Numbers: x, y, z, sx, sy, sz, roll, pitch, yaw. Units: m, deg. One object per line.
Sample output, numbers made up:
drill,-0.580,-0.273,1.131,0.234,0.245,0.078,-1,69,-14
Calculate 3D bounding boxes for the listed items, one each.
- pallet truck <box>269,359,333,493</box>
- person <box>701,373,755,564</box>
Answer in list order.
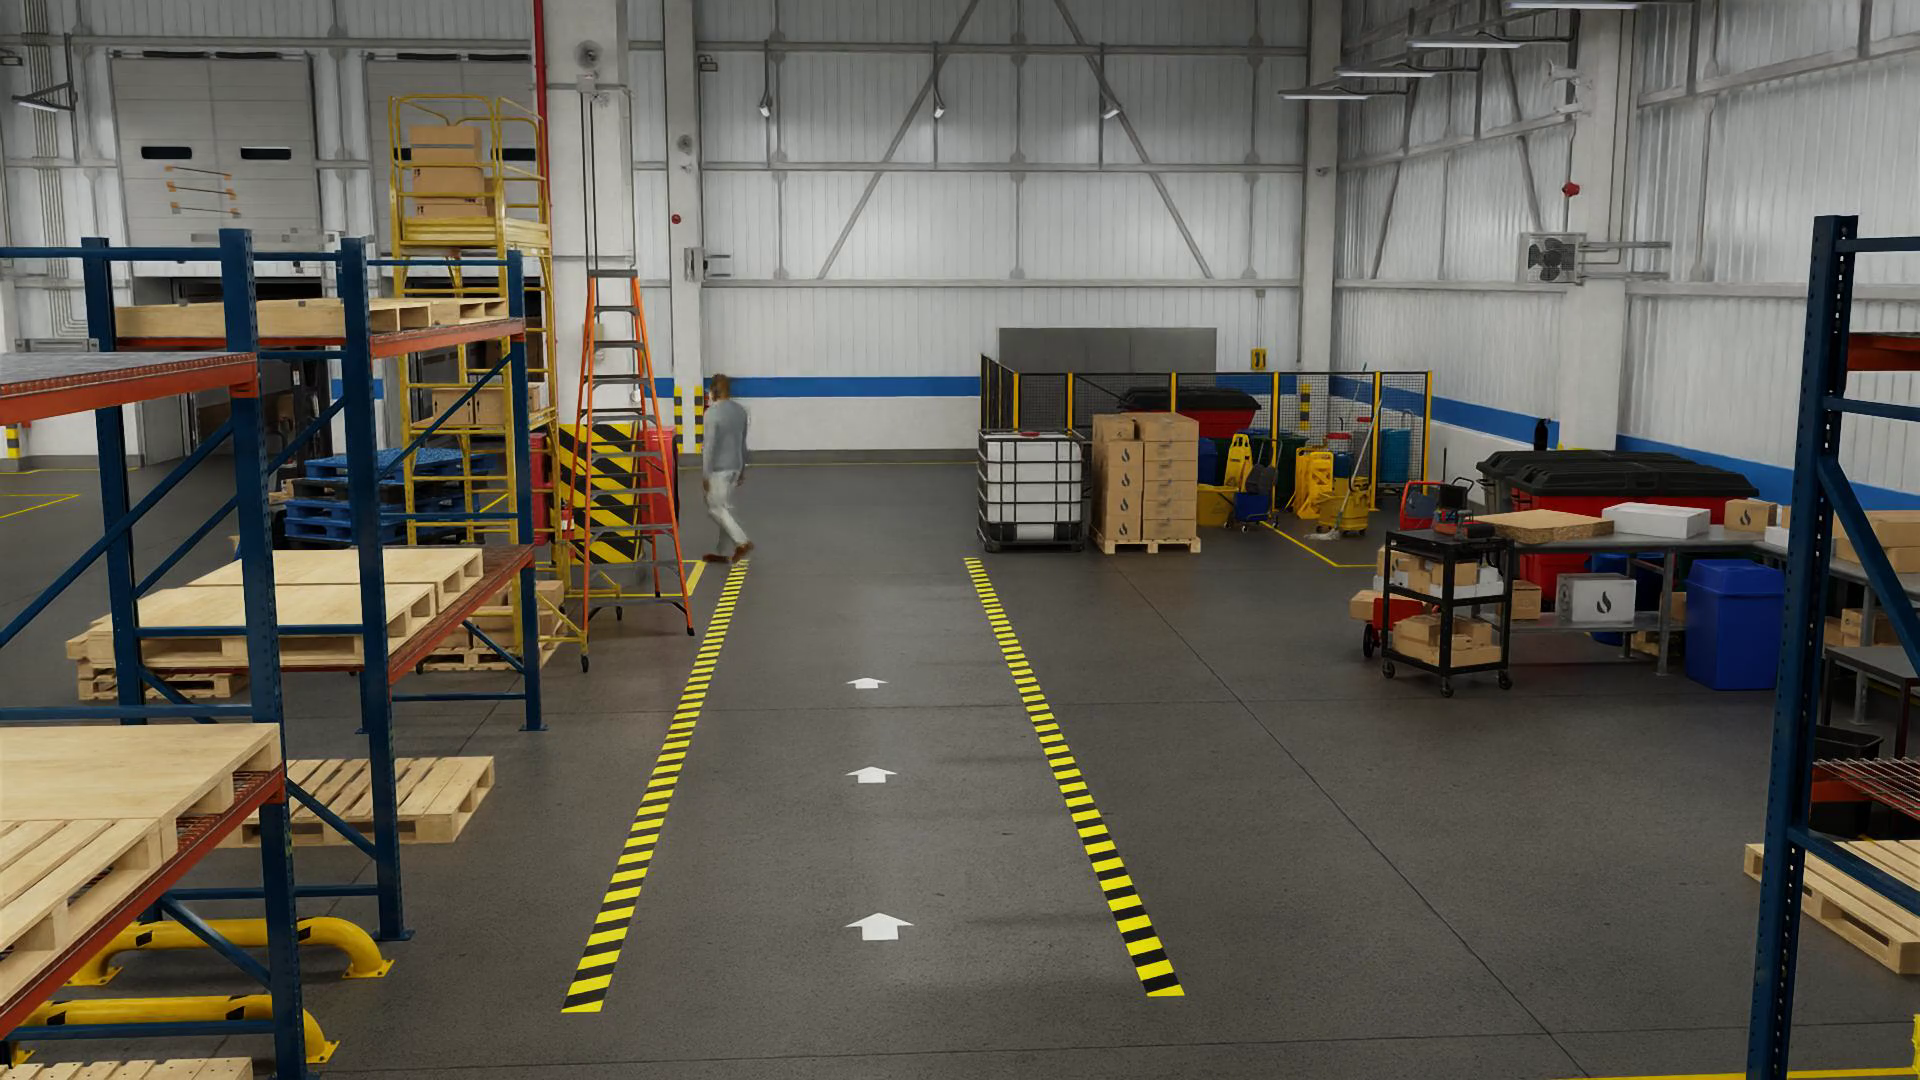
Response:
pallet truck,-7.062,-1.131,18.996,1.885,1.965,0.823,2,9,13
person,-2.304,-0.687,16.444,0.608,1.925,0.642,5,10,29
